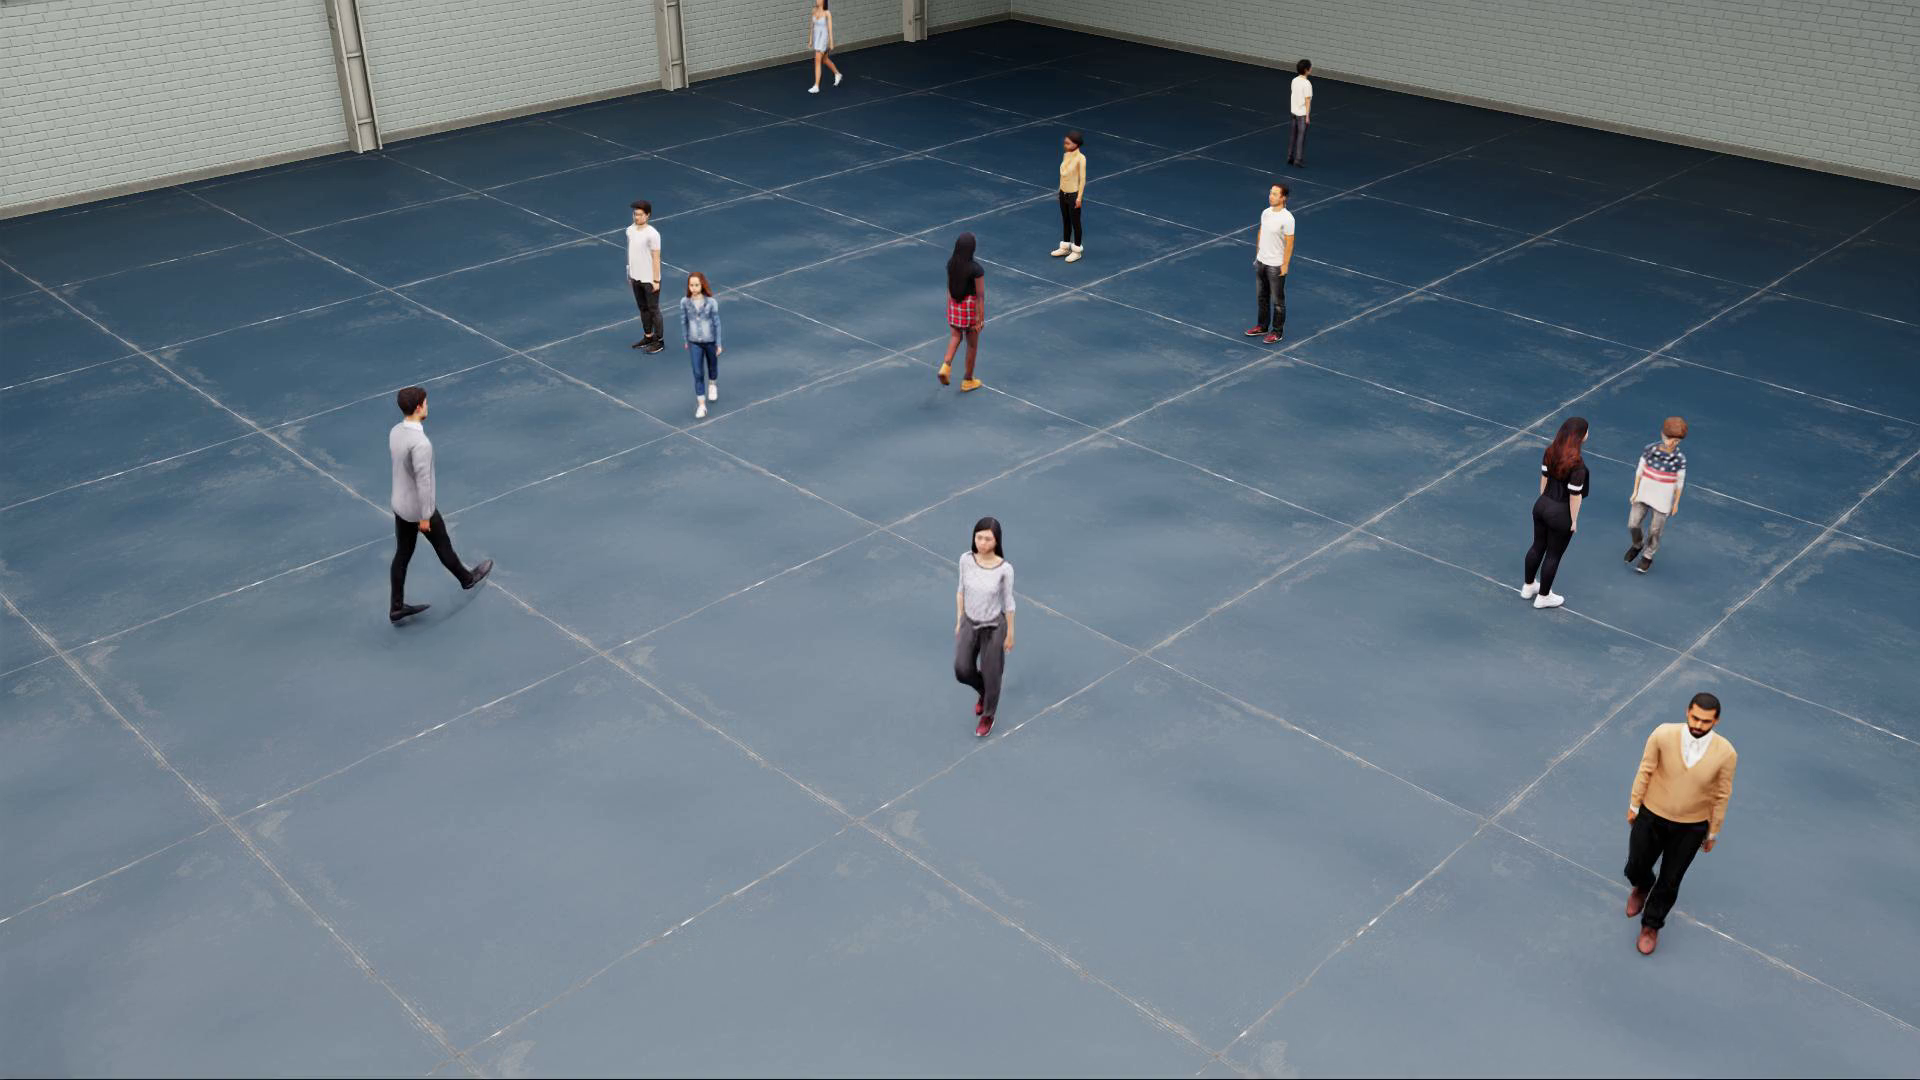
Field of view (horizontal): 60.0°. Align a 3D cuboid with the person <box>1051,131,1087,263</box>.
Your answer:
[{"bbox_3d":[1.426,-4.404,21.206,0.599,1.659,0.614,-19,33,-31],"label":"person"}]

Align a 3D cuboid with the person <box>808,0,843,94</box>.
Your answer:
[{"bbox_3d":[-2.392,-8.837,29.496,0.667,1.691,1.178,21,34,34],"label":"person"}]

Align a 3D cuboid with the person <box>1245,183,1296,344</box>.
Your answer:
[{"bbox_3d":[3.515,-3.117,18.636,0.595,1.804,0.682,-17,33,-29],"label":"person"}]

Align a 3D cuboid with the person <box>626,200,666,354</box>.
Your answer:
[{"bbox_3d":[-3.480,-2.930,18.377,0.557,1.717,0.654,-24,36,-37],"label":"person"}]

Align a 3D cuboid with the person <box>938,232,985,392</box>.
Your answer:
[{"bbox_3d":[-0.002,-2.322,17.242,0.706,1.710,0.881,16,32,28],"label":"person"}]

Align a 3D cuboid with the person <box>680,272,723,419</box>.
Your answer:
[{"bbox_3d":[-2.603,-2.041,16.998,0.975,1.443,1.024,0,28,0],"label":"person"}]

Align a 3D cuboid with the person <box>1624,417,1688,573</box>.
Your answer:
[{"bbox_3d":[5.854,-0.413,13.960,0.555,1.426,0.597,22,35,35],"label":"person"}]

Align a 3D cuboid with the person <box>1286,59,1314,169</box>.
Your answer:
[{"bbox_3d":[5.139,-6.441,25.106,0.593,1.588,0.648,-13,31,-23],"label":"person"}]

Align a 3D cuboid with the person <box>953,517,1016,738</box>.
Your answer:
[{"bbox_3d":[0.213,0.585,11.772,0.723,1.722,0.779,14,31,24],"label":"person"}]

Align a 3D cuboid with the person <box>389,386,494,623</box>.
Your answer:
[{"bbox_3d":[-4.379,-0.216,13.142,1.201,1.847,0.756,-24,36,-37],"label":"person"}]

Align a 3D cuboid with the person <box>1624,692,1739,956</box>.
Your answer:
[{"bbox_3d":[4.223,1.608,9.824,0.790,1.747,0.860,14,31,25],"label":"person"}]

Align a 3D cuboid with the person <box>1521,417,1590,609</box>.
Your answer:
[{"bbox_3d":[4.797,-0.231,13.394,0.708,1.636,0.692,-11,30,-19],"label":"person"}]
